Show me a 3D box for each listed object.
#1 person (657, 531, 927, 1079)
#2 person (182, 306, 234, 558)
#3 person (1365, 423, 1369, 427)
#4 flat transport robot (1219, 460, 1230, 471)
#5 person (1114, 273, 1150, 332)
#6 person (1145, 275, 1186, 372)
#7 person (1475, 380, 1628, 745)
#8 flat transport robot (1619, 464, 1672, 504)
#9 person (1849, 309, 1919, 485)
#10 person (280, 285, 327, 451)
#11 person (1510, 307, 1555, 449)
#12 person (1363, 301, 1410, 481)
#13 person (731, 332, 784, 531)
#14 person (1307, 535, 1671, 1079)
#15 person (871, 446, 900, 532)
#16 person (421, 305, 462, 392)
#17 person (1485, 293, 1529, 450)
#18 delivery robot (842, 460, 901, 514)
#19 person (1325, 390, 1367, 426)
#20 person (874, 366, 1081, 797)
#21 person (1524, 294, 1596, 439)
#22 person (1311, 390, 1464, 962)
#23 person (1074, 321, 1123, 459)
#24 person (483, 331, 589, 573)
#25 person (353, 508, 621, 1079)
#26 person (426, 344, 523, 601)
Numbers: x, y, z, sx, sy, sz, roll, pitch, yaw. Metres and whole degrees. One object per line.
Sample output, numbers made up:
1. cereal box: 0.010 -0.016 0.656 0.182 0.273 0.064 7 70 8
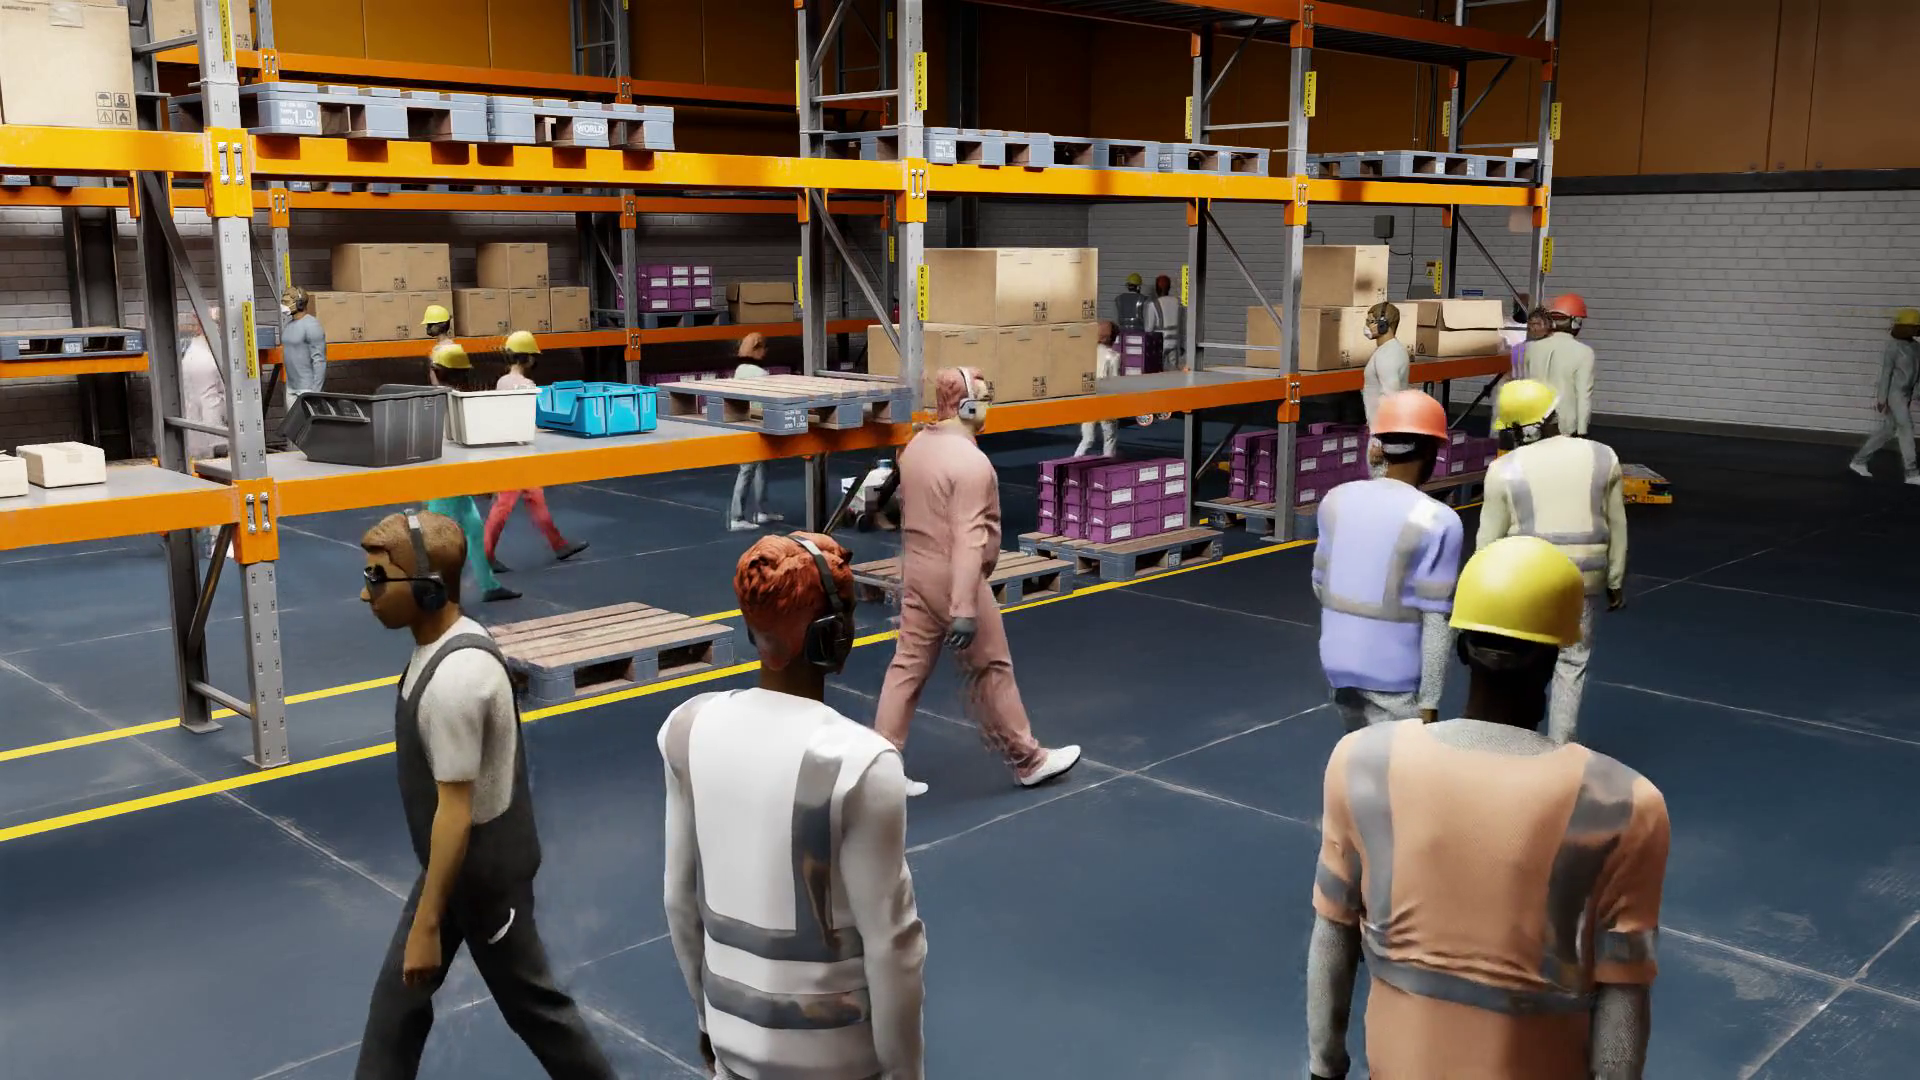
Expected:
1. person: -0.290 0.917 3.073 0.572 1.883 0.354 8 13 37
2. person: -5.629 -0.788 12.373 0.545 1.886 0.673 -4 11 -21
3. person: 4.352 -1.556 17.292 0.500 1.608 0.663 8 13 37
4. flat transport robot: 3.408 -0.799 16.827 1.431 0.197 0.652 -4 11 -20
5. person: 2.639 -3.148 25.377 0.591 1.833 0.404 6 12 29
6. person: 2.774 -2.625 22.406 0.633 1.871 0.620 -4 11 -21
7. person: 2.564 0.197 7.292 0.669 1.786 0.407 1 10 5
8. flat transport robot: 6.100 -0.542 15.427 0.652 0.197 1.431 2 11 10
9. person: 9.182 -1.419 16.304 0.489 1.703 0.865 -7 13 -34
10. person: -6.157 -1.409 15.605 0.636 1.938 0.358 10 14 43
11. person: 4.954 -1.077 14.136 0.581 1.812 0.875 8 13 37
12. person: 3.041 -0.739 11.954 0.376 1.940 0.629 3 11 18
13. person: -1.632 -0.891 13.647 0.675 1.612 0.499 -6 12 -29
14. person: 0.877 0.946 2.903 0.594 1.900 0.801 5 12 27
15. person: -0.357 -0.885 13.548 0.896 1.643 0.538 -2 11 -8
16. person: -4.787 -1.288 15.425 0.329 1.765 0.533 -6 12 -30
17. person: 5.739 -1.627 17.141 0.654 1.812 0.561 0 10 -3
18. delivery robot: -0.617 -0.421 13.738 0.707 0.478 0.477 -7 12 -34
19. person: 3.866 -1.574 16.678 0.538 1.876 0.656 -3 11 -13
20. person: 0.025 0.192 7.094 0.990 1.853 0.692 -6 12 -29
21. person: 4.530 -0.862 12.530 0.802 1.960 0.637 -9 13 -39
22. person: 1.417 0.440 5.679 0.620 1.883 0.574 -8 13 -38
23. person: 1.268 -1.258 15.679 0.526 1.608 0.673 9 14 42
24. person: -3.121 -0.633 11.970 0.920 1.717 0.525 -7 13 -35
25. person: -1.209 0.805 3.973 0.985 1.786 0.522 -5 11 -24
26. person: -3.334 -0.398 10.690 0.921 1.720 0.525 -6 12 -29
